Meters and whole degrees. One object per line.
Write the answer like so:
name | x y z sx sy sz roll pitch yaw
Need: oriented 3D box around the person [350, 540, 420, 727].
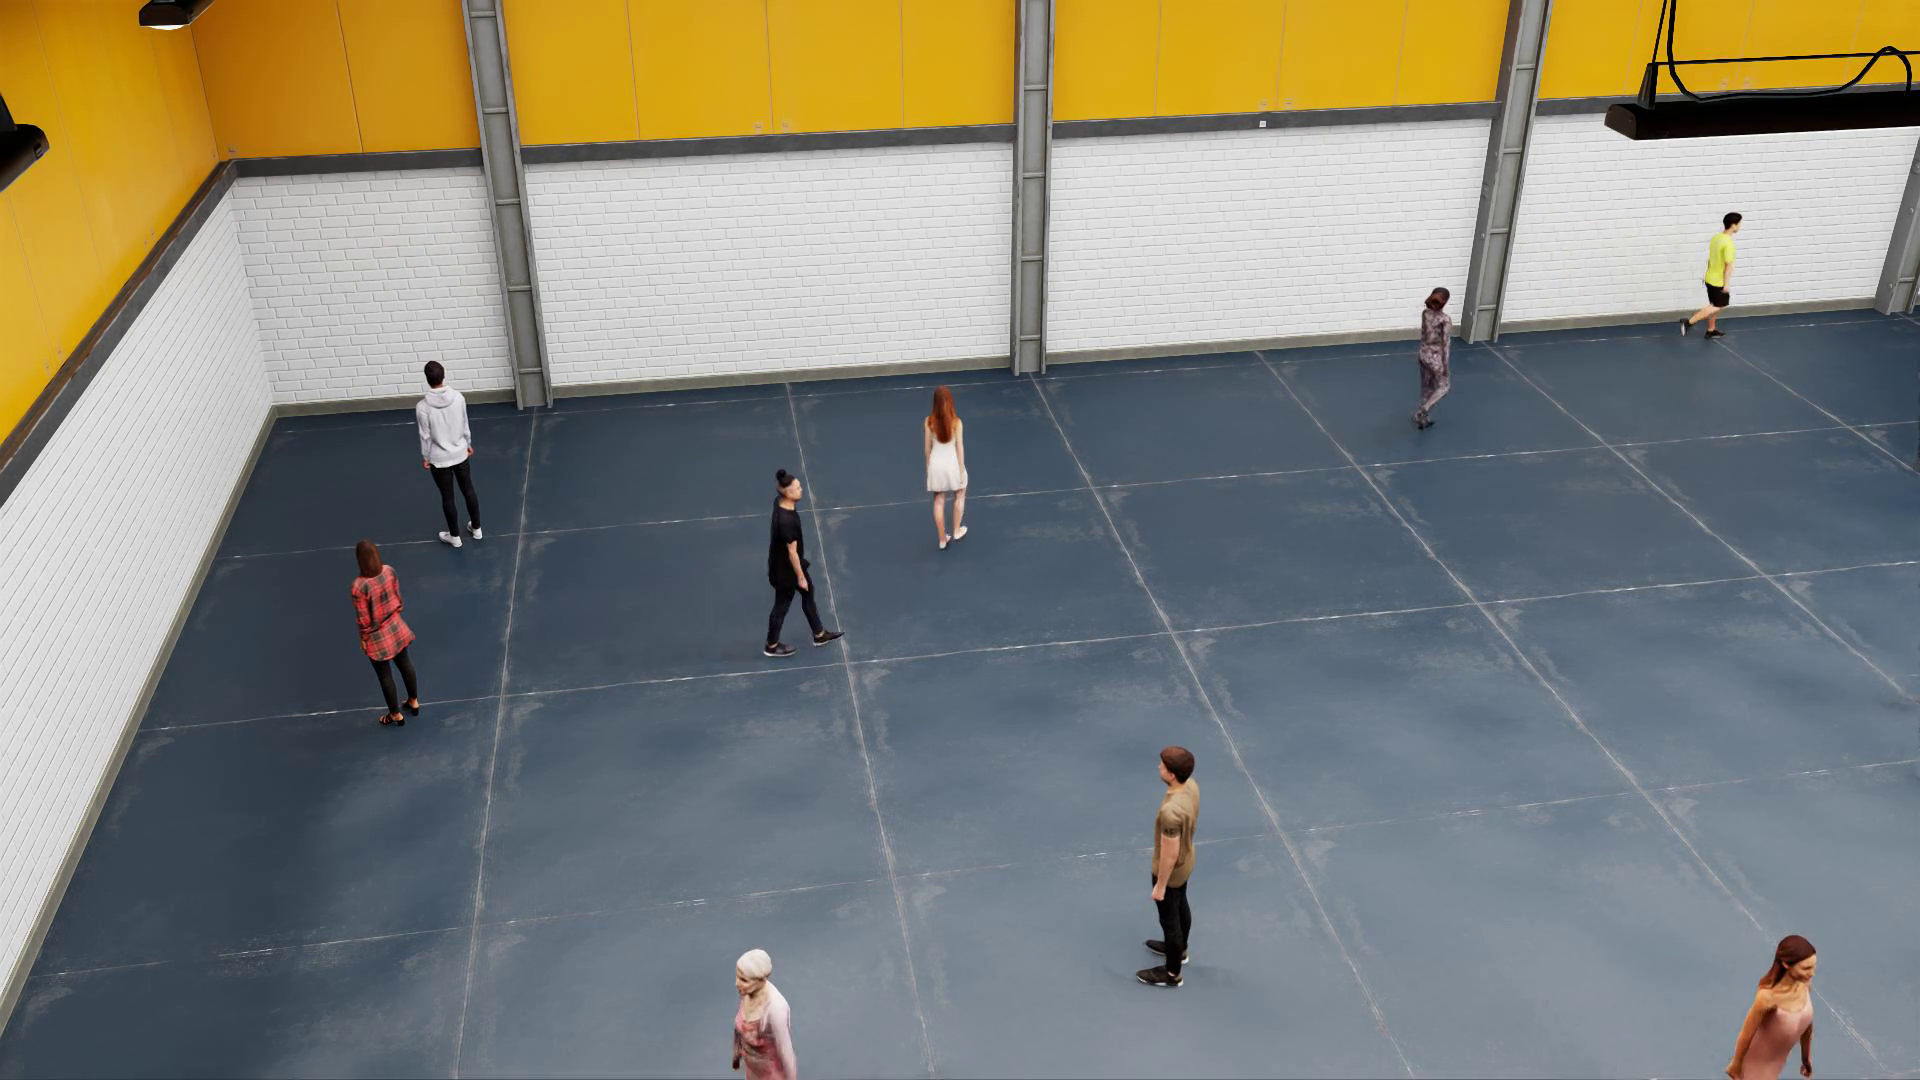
person | -4.748 0.758 13.689 0.748 1.702 0.706 15 32 26

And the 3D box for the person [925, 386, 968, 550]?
person | -0.166 -0.677 16.319 0.727 1.701 0.784 8 30 14

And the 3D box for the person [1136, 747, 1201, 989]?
person | 1.408 2.147 10.987 0.745 1.851 0.752 10 30 17

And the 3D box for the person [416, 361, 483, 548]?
person | -5.046 -0.859 16.415 0.722 1.929 0.835 -24 37 -37

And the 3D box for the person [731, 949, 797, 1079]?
person | -1.041 3.006 9.592 0.816 1.678 0.767 -19 34 -31

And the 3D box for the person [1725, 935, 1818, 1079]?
person | 4.537 2.936 9.576 0.785 1.816 0.804 -19 34 -30

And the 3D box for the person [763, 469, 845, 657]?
person | -1.590 0.211 14.544 0.971 1.843 0.751 -3 29 -5

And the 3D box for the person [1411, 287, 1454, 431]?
person | 5.289 -2.013 18.764 0.793 1.707 0.726 -17 33 -28

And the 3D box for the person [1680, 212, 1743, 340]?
person | 9.600 -3.334 21.200 0.951 1.693 0.694 -2 29 -4
